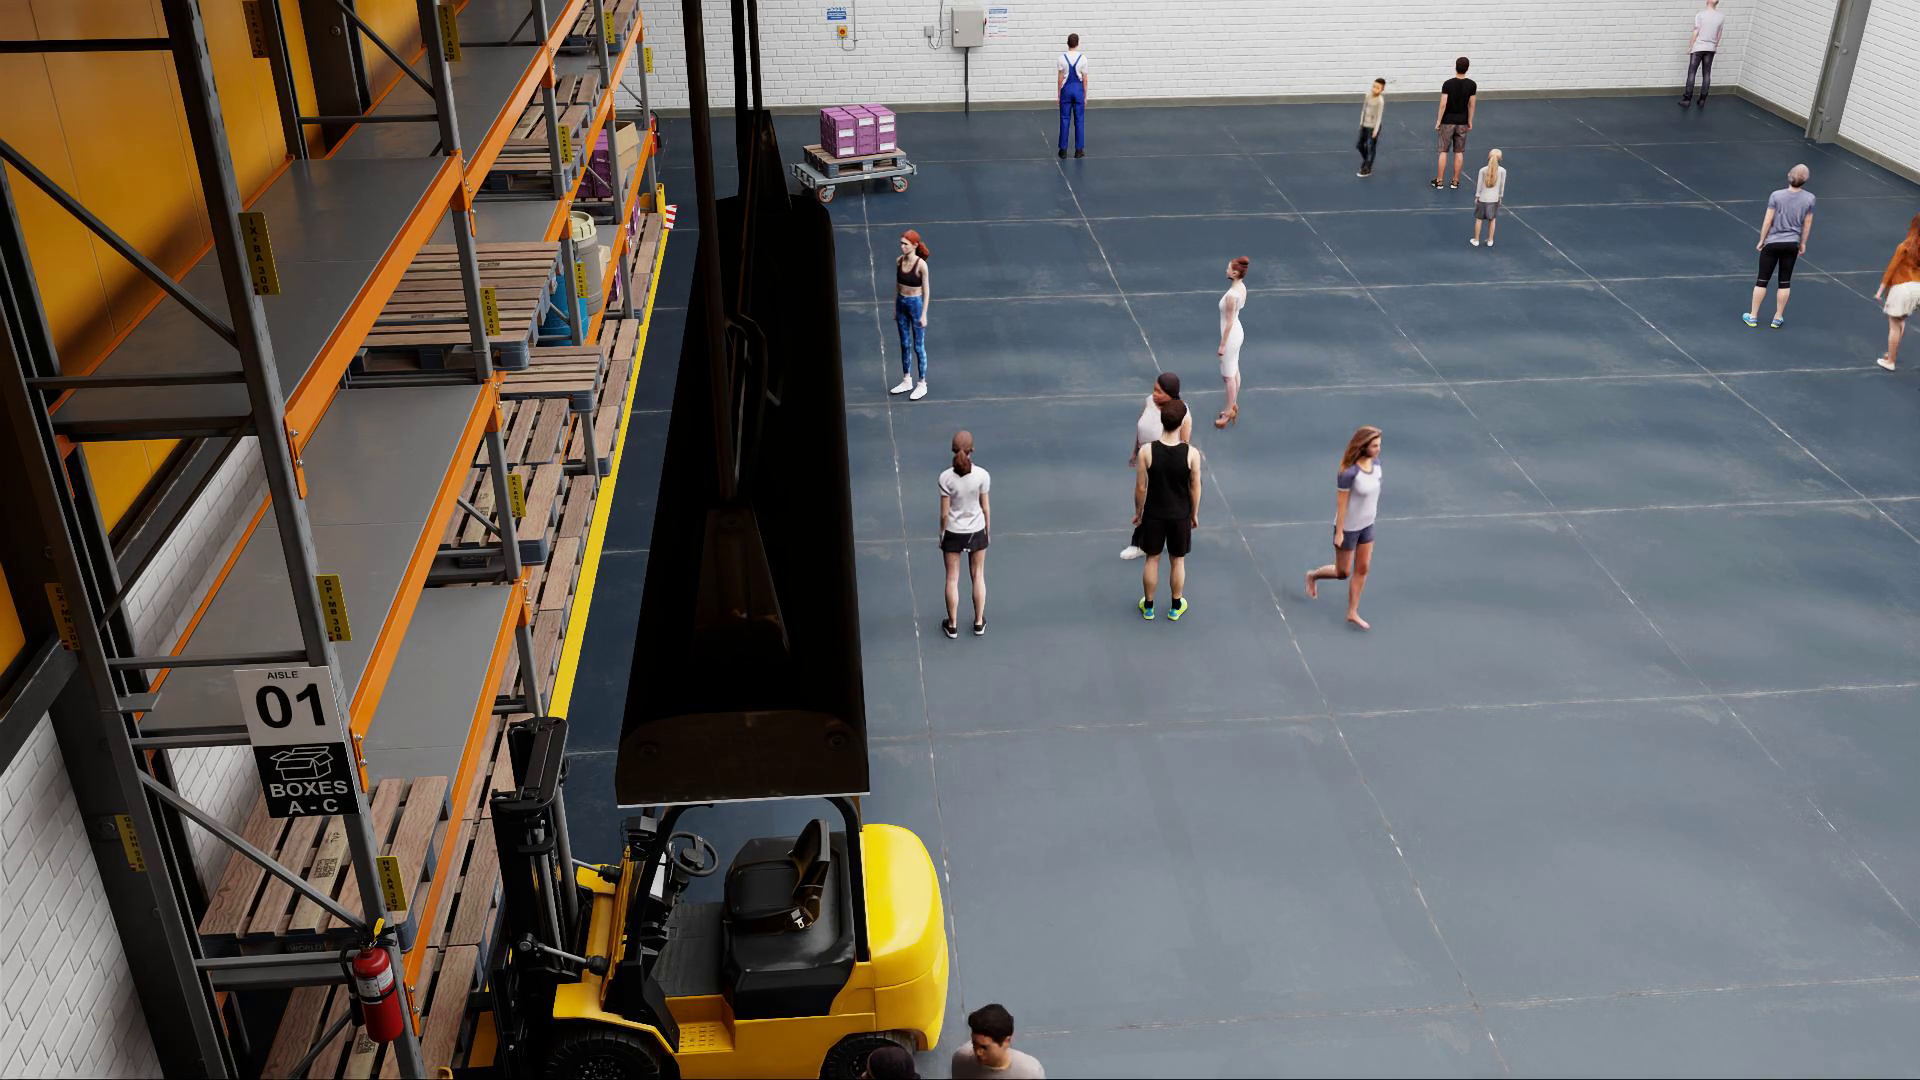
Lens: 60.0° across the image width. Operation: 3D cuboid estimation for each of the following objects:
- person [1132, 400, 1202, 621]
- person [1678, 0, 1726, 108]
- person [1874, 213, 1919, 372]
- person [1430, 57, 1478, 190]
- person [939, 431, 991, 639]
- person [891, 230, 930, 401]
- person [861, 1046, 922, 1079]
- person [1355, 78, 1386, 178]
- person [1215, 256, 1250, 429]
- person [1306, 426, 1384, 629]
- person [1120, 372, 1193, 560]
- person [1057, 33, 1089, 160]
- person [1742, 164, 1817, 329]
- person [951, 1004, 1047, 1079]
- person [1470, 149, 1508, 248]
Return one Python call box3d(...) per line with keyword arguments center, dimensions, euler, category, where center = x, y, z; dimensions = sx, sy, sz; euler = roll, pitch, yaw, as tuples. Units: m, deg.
box3d(center=(1.642, -0.222, 13.203), dimensions=(0.729, 1.892, 0.660), euler=(4, 29, 7), category="person")
box3d(center=(12.490, -8.237, 27.961), dimensions=(0.664, 1.831, 0.565), euler=(-1, 29, -2), category="person")
box3d(center=(10.170, -2.623, 17.798), dimensions=(0.631, 1.706, 0.615), euler=(-3, 29, -5), category="person")
box3d(center=(7.062, -5.963, 23.759), dimensions=(0.707, 1.862, 0.619), euler=(1, 29, 2), category="person")
box3d(center=(0.032, -0.041, 13.017), dimensions=(0.563, 1.752, 0.566), euler=(-4, 29, -7), category="person")
box3d(center=(-0.506, -2.334, 17.186), dimensions=(0.687, 1.785, 0.743), euler=(20, 34, 32), category="person")
box3d(center=(-0.283, 2.951, 7.523), dimensions=(0.748, 1.760, 0.572), euler=(-5, 29, -9), category="person")
box3d(center=(6.071, -6.043, 24.333), dimensions=(0.739, 1.453, 0.646), euler=(-15, 32, -25), category="person")
box3d(center=(2.701, -1.968, 16.508), dimensions=(0.693, 1.793, 0.559), euler=(11, 30, 19), category="person")
box3d(center=(3.076, -0.129, 13.216), dimensions=(0.847, 1.716, 0.988), euler=(-18, 33, -29), category="person")
box3d(center=(1.767, -0.681, 14.289), dimensions=(1.017, 1.658, 1.132), euler=(-16, 32, -27), category="person")
box3d(center=(1.692, -6.726, 25.170), dimensions=(0.659, 1.850, 0.616), euler=(2, 29, 4), category="person")
box3d(center=(9.354, -3.346, 18.933), dimensions=(0.730, 1.889, 0.711), euler=(8, 30, 14), category="person")
box3d(center=(0.155, 2.797, 7.856), dimensions=(0.703, 1.713, 0.774), euler=(5, 29, 10), category="person")
box3d(center=(6.875, -4.456, 21.607), dimensions=(0.546, 1.276, 0.567), euler=(3, 29, 6), category="person")
